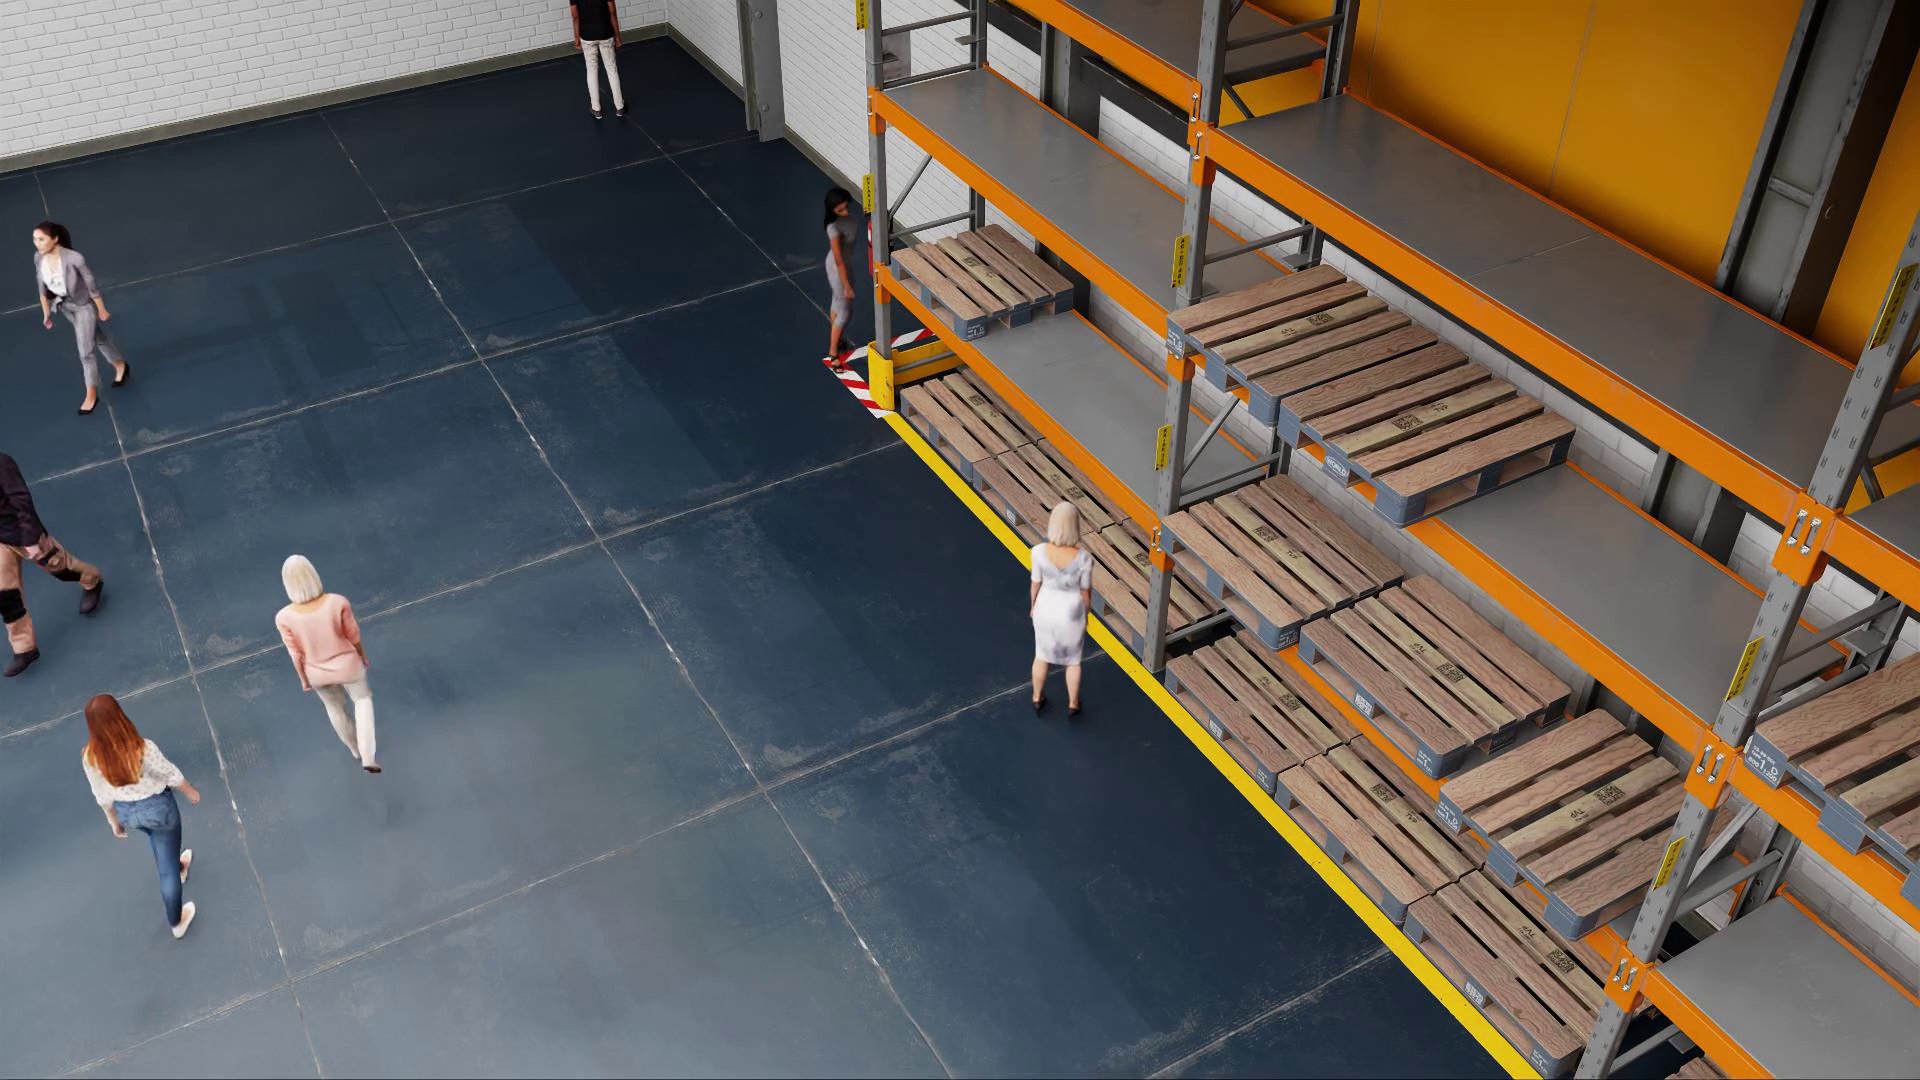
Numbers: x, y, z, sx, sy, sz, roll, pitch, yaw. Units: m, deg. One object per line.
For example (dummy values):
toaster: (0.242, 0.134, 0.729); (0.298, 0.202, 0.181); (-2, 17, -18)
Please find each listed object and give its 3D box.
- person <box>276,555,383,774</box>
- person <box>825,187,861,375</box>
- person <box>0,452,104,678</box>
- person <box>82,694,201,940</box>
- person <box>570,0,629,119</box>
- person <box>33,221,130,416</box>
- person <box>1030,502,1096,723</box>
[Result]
person: (-3.916, 0.833, 10.413); (0.669, 1.713, 0.890); (-15, 41, -17)
person: (-1.053, -2.307, 14.312); (0.817, 1.755, 0.683); (-8, 39, -9)
person: (-6.414, -0.083, 11.429); (1.178, 1.877, 1.348); (4, 39, 5)
person: (-4.643, 1.611, 9.446); (0.837, 1.704, 0.982); (0, 39, 0)
person: (-4.005, -5.551, 18.335); (0.734, 1.804, 0.686); (-9, 39, -11)
person: (-7.328, -1.954, 13.962); (1.013, 1.640, 1.052); (12, 40, 15)
person: (0.656, 0.488, 10.818); (0.638, 1.748, 0.691); (8, 39, 9)
